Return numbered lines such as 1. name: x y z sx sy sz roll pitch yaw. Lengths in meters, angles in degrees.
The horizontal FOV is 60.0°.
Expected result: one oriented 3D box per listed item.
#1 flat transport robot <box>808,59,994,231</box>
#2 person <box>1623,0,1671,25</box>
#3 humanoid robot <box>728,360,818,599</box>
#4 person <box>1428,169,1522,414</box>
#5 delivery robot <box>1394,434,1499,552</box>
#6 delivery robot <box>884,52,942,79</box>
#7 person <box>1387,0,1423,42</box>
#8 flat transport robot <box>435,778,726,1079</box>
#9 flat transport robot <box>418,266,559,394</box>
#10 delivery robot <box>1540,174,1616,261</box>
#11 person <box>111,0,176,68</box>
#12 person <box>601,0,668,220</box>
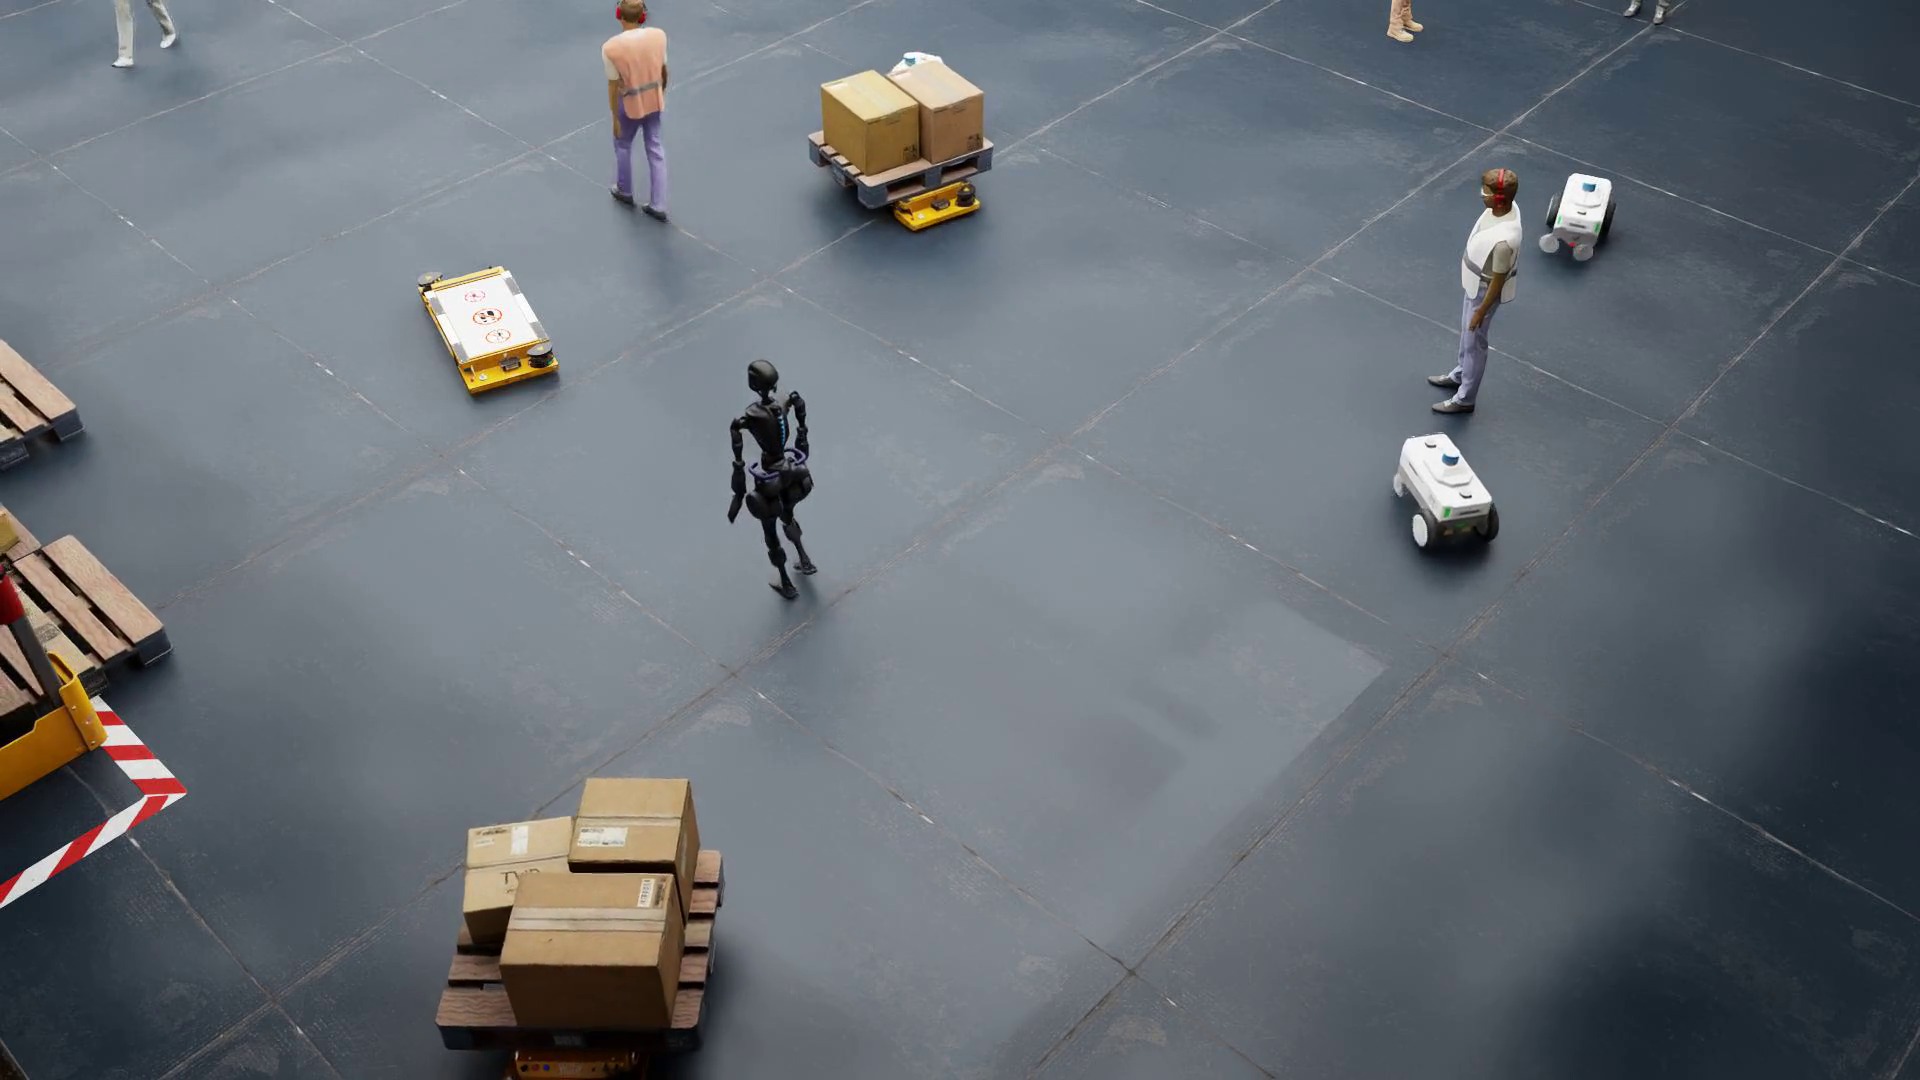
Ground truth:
1. flat transport robot: -0.495 -3.056 13.923 0.659 0.231 1.431 -24 47 -24
2. person: 6.792 -5.887 15.902 0.567 1.834 0.401 21 46 21
3. humanoid robot: -1.104 -0.333 9.847 0.602 1.645 0.349 -31 51 -30
4. person: 3.525 -1.666 11.205 0.389 1.837 0.562 6 42 7
5. delivery robot: 3.109 -0.315 10.674 0.499 0.611 0.809 -9 43 -10
6. delivery robot: -0.444 -4.007 14.775 0.524 0.607 0.778 18 45 19
7. person: 4.325 -5.591 15.634 0.320 1.748 0.481 25 48 25
8. flat transport robot: -1.796 2.137 8.151 0.659 0.231 1.431 0 42 0
9. flat transport robot: -3.509 -1.604 12.309 0.659 0.231 1.431 -19 45 -20
10. delivery robot: 4.926 -2.603 13.219 0.525 0.613 0.785 16 44 17
11. person: -7.687 -5.183 15.287 0.536 1.588 0.877 7 42 8
12. person: -2.601 -3.477 13.238 0.584 1.807 0.790 -28 49 -28
